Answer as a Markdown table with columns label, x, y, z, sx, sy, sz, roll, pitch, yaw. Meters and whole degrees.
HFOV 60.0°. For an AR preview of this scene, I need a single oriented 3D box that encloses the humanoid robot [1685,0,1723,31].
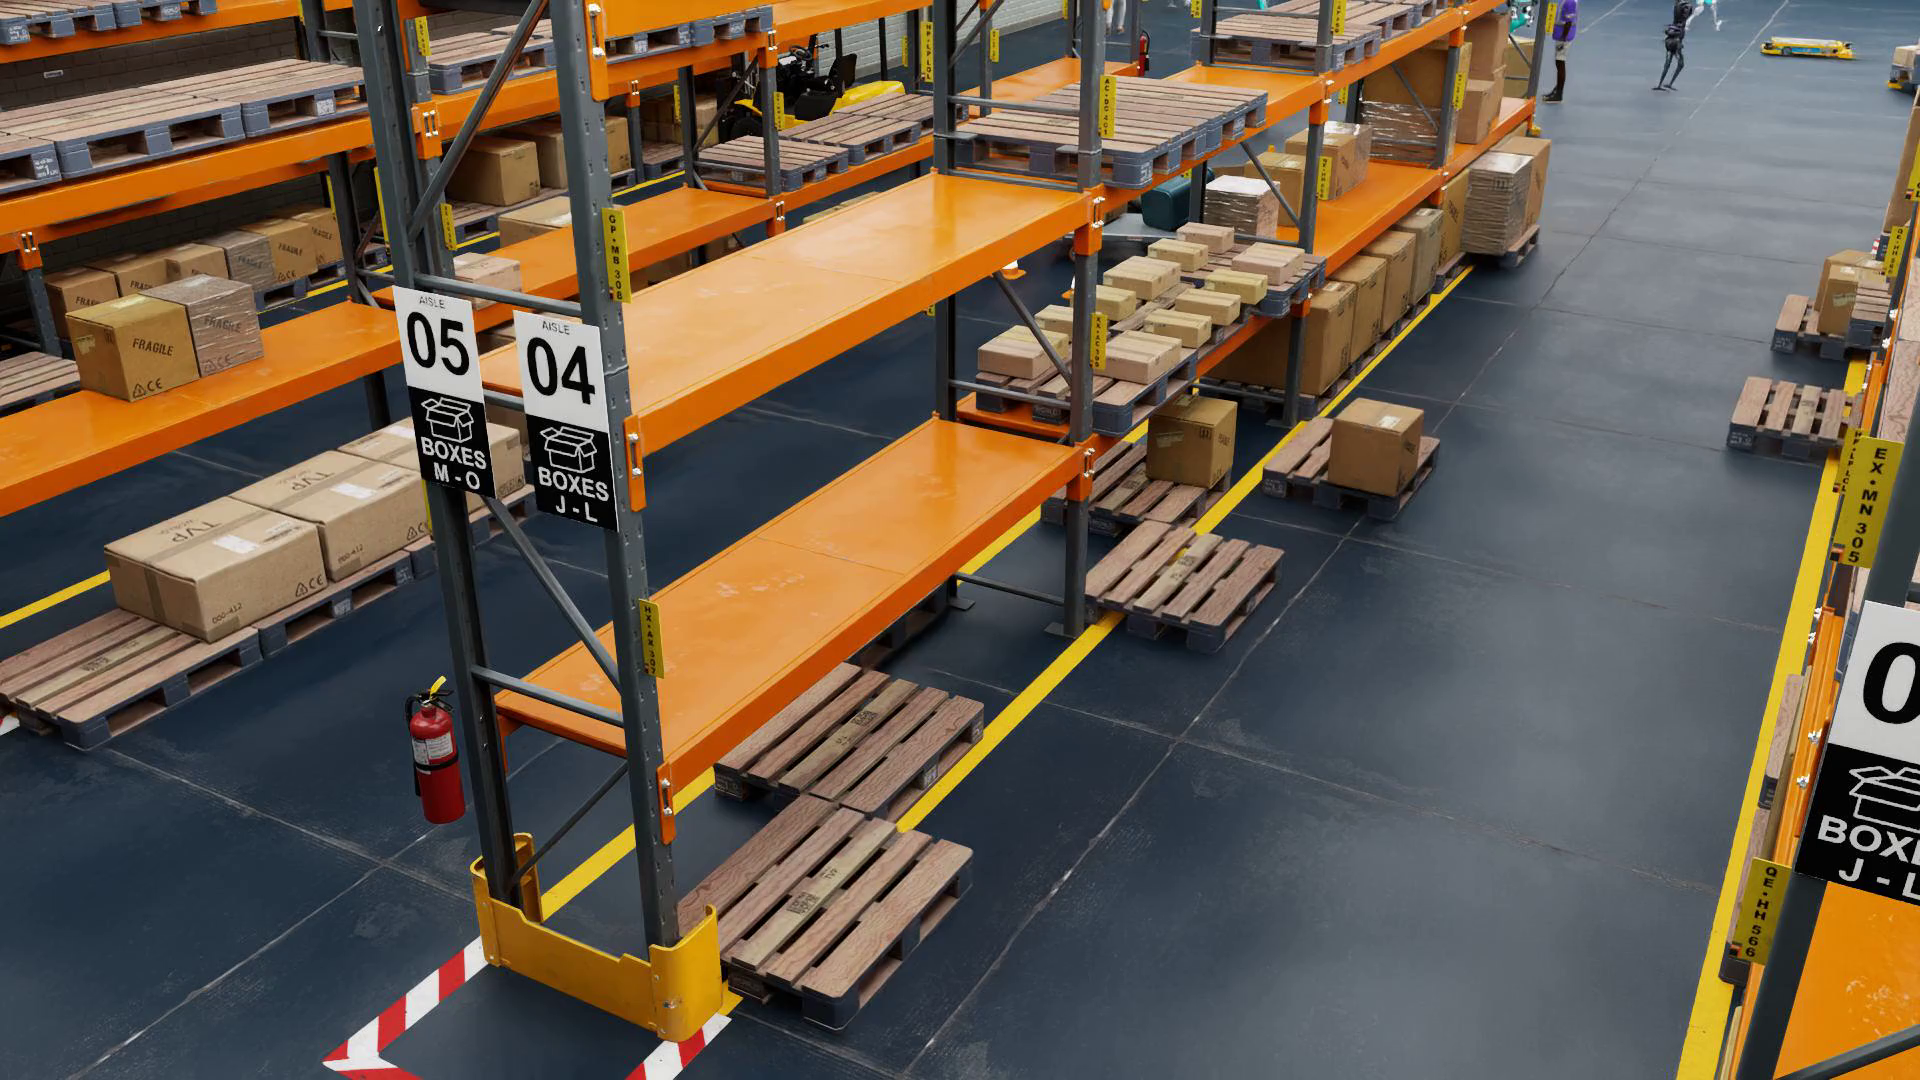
| label | x | y | z | sx | sy | sz | roll | pitch | yaw |
| --- | --- | --- | --- | --- | --- | --- | --- | --- | --- |
| humanoid robot | 14.274 | -10.593 | 31.686 | 0.932 | 1.773 | 0.534 | 1 | 26 | 2 |

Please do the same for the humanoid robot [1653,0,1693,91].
| label | x | y | z | sx | sy | sz | roll | pitch | yaw |
| --- | --- | --- | --- | --- | --- | --- | --- | --- | --- |
| humanoid robot | 11.267 | -7.899 | 26.143 | 0.430 | 1.643 | 0.612 | 4 | 26 | 8 |

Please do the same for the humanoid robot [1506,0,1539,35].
| label | x | y | z | sx | sy | sz | roll | pitch | yaw |
| --- | --- | --- | --- | --- | --- | --- | --- | --- | --- |
| humanoid robot | 9.381 | -8.939 | 28.255 | 0.541 | 1.773 | 0.966 | -4 | 26 | -9 |

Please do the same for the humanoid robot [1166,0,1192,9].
| label | x | y | z | sx | sy | sz | roll | pitch | yaw |
| --- | --- | --- | --- | --- | --- | --- | --- | --- | --- |
| humanoid robot | 4.451 | -11.624 | 33.837 | 1.056 | 1.739 | 0.544 | -22 | 33 | -37 |

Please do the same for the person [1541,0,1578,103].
| label | x | y | z | sx | sy | sz | roll | pitch | yaw |
| --- | --- | --- | --- | --- | --- | --- | --- | --- | --- |
| person | 9.170 | -7.666 | 25.315 | 0.361 | 1.963 | 0.611 | 8 | 27 | 16 |

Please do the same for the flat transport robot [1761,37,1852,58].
| label | x | y | z | sx | sy | sz | roll | pitch | yaw |
| --- | --- | --- | --- | --- | --- | --- | --- | --- | --- |
| flat transport robot | 14.989 | -8.710 | 29.440 | 1.431 | 0.231 | 0.659 | 10 | 27 | 20 |

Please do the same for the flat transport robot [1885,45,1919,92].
| label | x | y | z | sx | sy | sz | roll | pitch | yaw |
| --- | --- | --- | --- | --- | --- | --- | --- | --- | --- |
| flat transport robot | 15.470 | -7.143 | 26.185 | 0.659 | 0.231 | 1.431 | -11 | 28 | -22 |

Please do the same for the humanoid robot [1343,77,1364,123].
| label | x | y | z | sx | sy | sz | roll | pitch | yaw |
| --- | --- | --- | --- | --- | --- | --- | --- | --- | --- |
| humanoid robot | 5.741 | -6.774 | 23.798 | 0.323 | 1.649 | 0.602 | -6 | 26 | -12 |

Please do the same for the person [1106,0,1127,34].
| label | x | y | z | sx | sy | sz | roll | pitch | yaw |
| --- | --- | --- | --- | --- | --- | --- | --- | --- | --- |
| person | 2.969 | -10.476 | 31.228 | 0.647 | 1.907 | 0.621 | 7 | 27 | 15 |

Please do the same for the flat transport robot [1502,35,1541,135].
| label | x | y | z | sx | sy | sz | roll | pitch | yaw |
| --- | --- | --- | --- | --- | --- | --- | --- | --- | --- |
| flat transport robot | 7.441 | -5.897 | 23.595 | 1.431 | 0.231 | 0.659 | 0 | 26 | 0 |

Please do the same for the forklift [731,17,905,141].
| label | x | y | z | sx | sy | sz | roll | pitch | yaw |
| --- | --- | --- | --- | --- | --- | --- | --- | --- | --- |
| forklift | -1.819 | -5.975 | 21.543 | 2.313 | 2.155 | 1.214 | 14 | 29 | 26 |

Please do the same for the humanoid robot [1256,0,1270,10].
| label | x | y | z | sx | sy | sz | roll | pitch | yaw |
| --- | --- | --- | --- | --- | --- | --- | --- | --- | --- |
| humanoid robot | 5.570 | -10.169 | 30.856 | 0.813 | 1.834 | 0.531 | -18 | 31 | -33 |
